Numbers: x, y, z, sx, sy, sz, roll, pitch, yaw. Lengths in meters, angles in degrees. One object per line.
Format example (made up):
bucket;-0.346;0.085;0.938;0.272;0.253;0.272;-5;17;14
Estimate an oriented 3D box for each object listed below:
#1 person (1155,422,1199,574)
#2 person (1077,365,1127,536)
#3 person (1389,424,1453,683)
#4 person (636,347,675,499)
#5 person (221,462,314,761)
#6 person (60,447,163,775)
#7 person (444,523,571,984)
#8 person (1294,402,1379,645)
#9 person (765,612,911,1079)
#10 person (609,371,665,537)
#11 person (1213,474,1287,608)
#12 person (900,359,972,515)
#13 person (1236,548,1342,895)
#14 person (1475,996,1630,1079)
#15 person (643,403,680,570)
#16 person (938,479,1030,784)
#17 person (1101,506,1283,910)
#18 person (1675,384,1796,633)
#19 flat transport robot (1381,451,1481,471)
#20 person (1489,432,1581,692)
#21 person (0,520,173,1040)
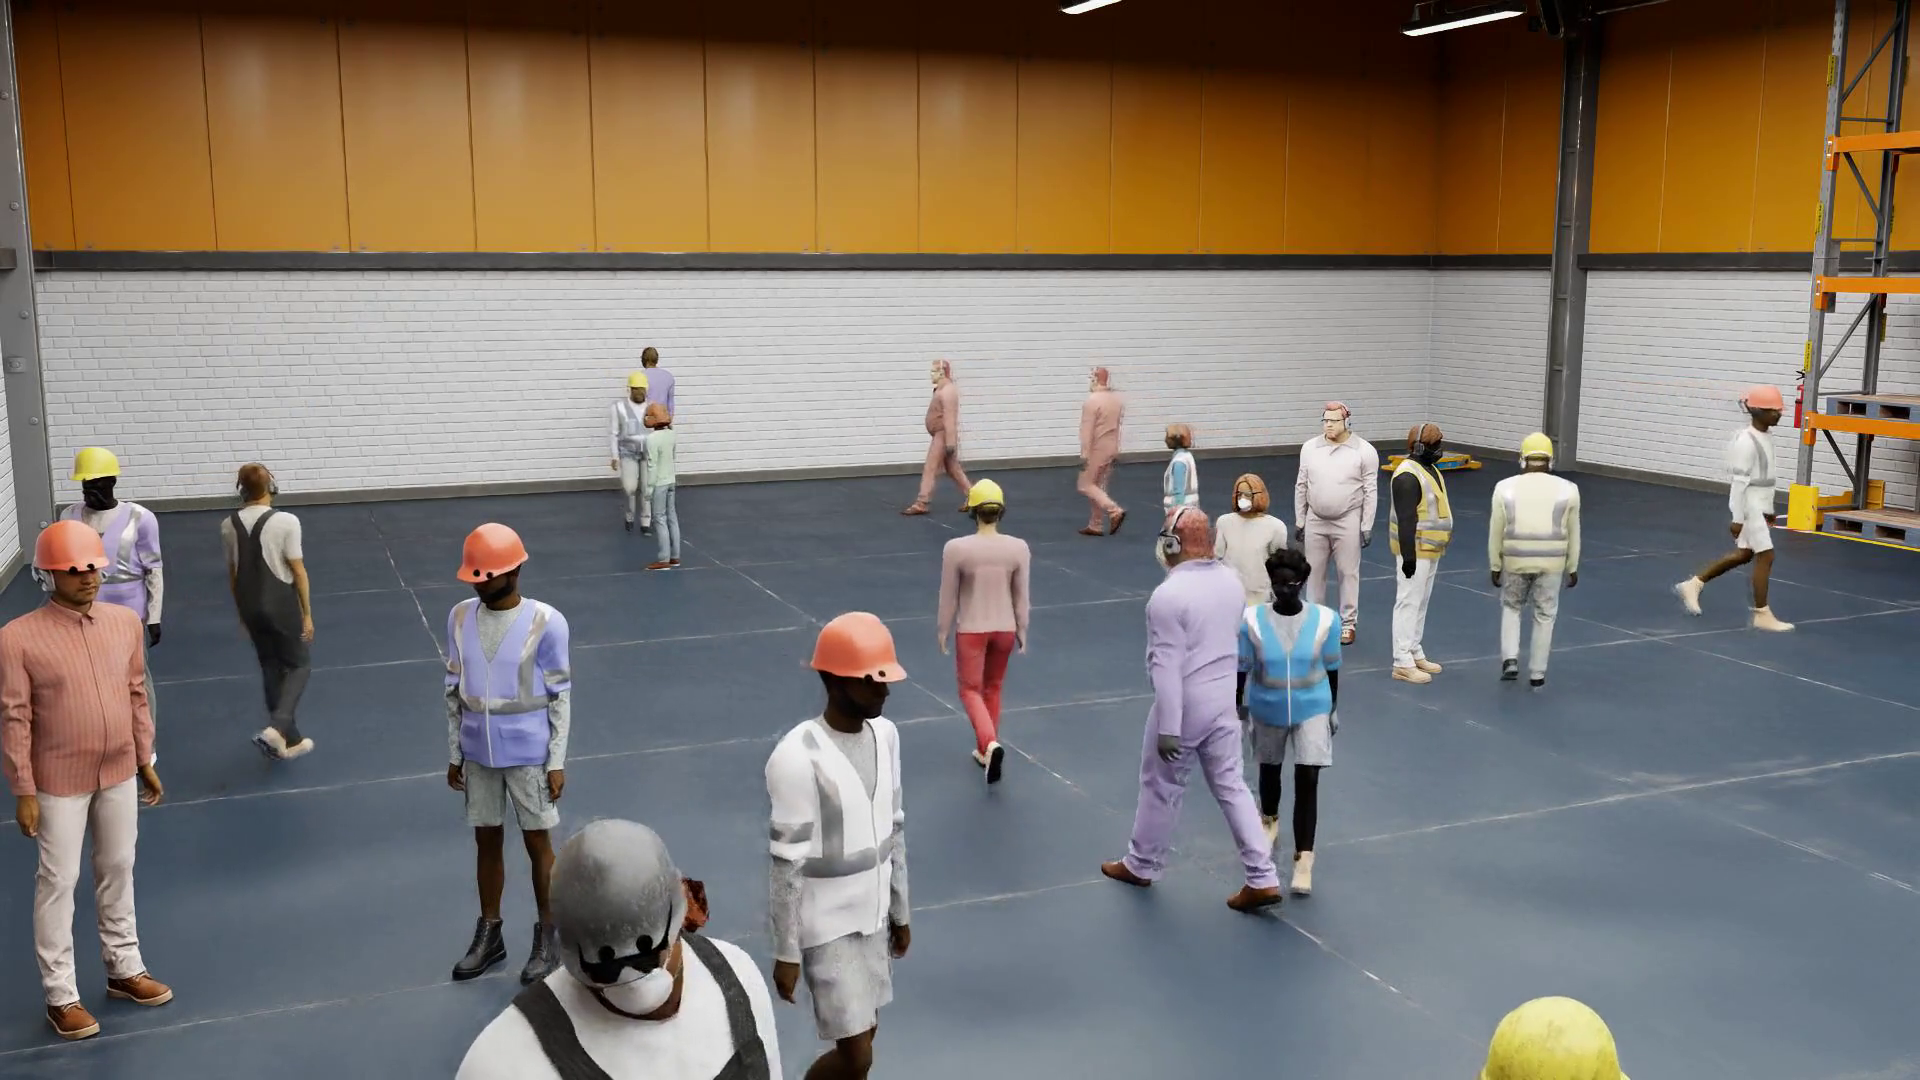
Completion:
person;1.872;-0.202;14.302;0.365;1.624;0.528;3;10;16
person;1.545;-0.950;18.057;0.579;1.890;0.662;6;11;32
person;3.301;0.085;11.926;0.429;1.842;0.634;5;11;29
person;-3.908;-1.481;21.129;0.635;1.940;0.376;-9;13;-43
person;-4.093;0.451;9.834;0.561;1.809;0.535;1;9;7
person;-4.934;0.415;9.667;0.585;1.928;0.378;0;9;3
person;-1.876;0.879;6.860;0.542;1.928;0.374;2;10;12
person;2.924;-0.132;13.052;0.651;1.906;0.403;6;11;31
person;-0.347;1.165;5.129;0.415;1.924;0.576;6;11;33
person;-3.507;-0.937;18.173;0.617;1.821;0.425;-4;10;-23
person;1.857;0.381;10.764;0.500;1.633;0.280;5;11;29
person;-0.200;-1.224;19.816;0.963;1.863;0.658;0;9;0
person;1.573;0.823;8.084;0.536;1.635;0.859;2;10;12
person;0.982;1.625;2.896;0.314;1.742;0.493;-5;11;-30
person;-2.925;-0.523;16.242;0.266;1.631;0.507;3;10;19
person;0.157;0.522;9.574;0.533;1.738;0.736;-3;10;-15
person;1.112;0.776;7.697;0.658;1.870;0.963;-8;13;-41
person;6.391;-0.278;13.609;0.898;2.018;0.609;7;12;36
flat transport robot;6.808;-1.124;24.006;1.431;0.197;0.652;-7;12;-36
person;4.003;0.155;11.595;0.600;1.814;0.427;4;10;22
person;-3.407;0.907;6.482;0.377;1.995;0.608;5;11;27
